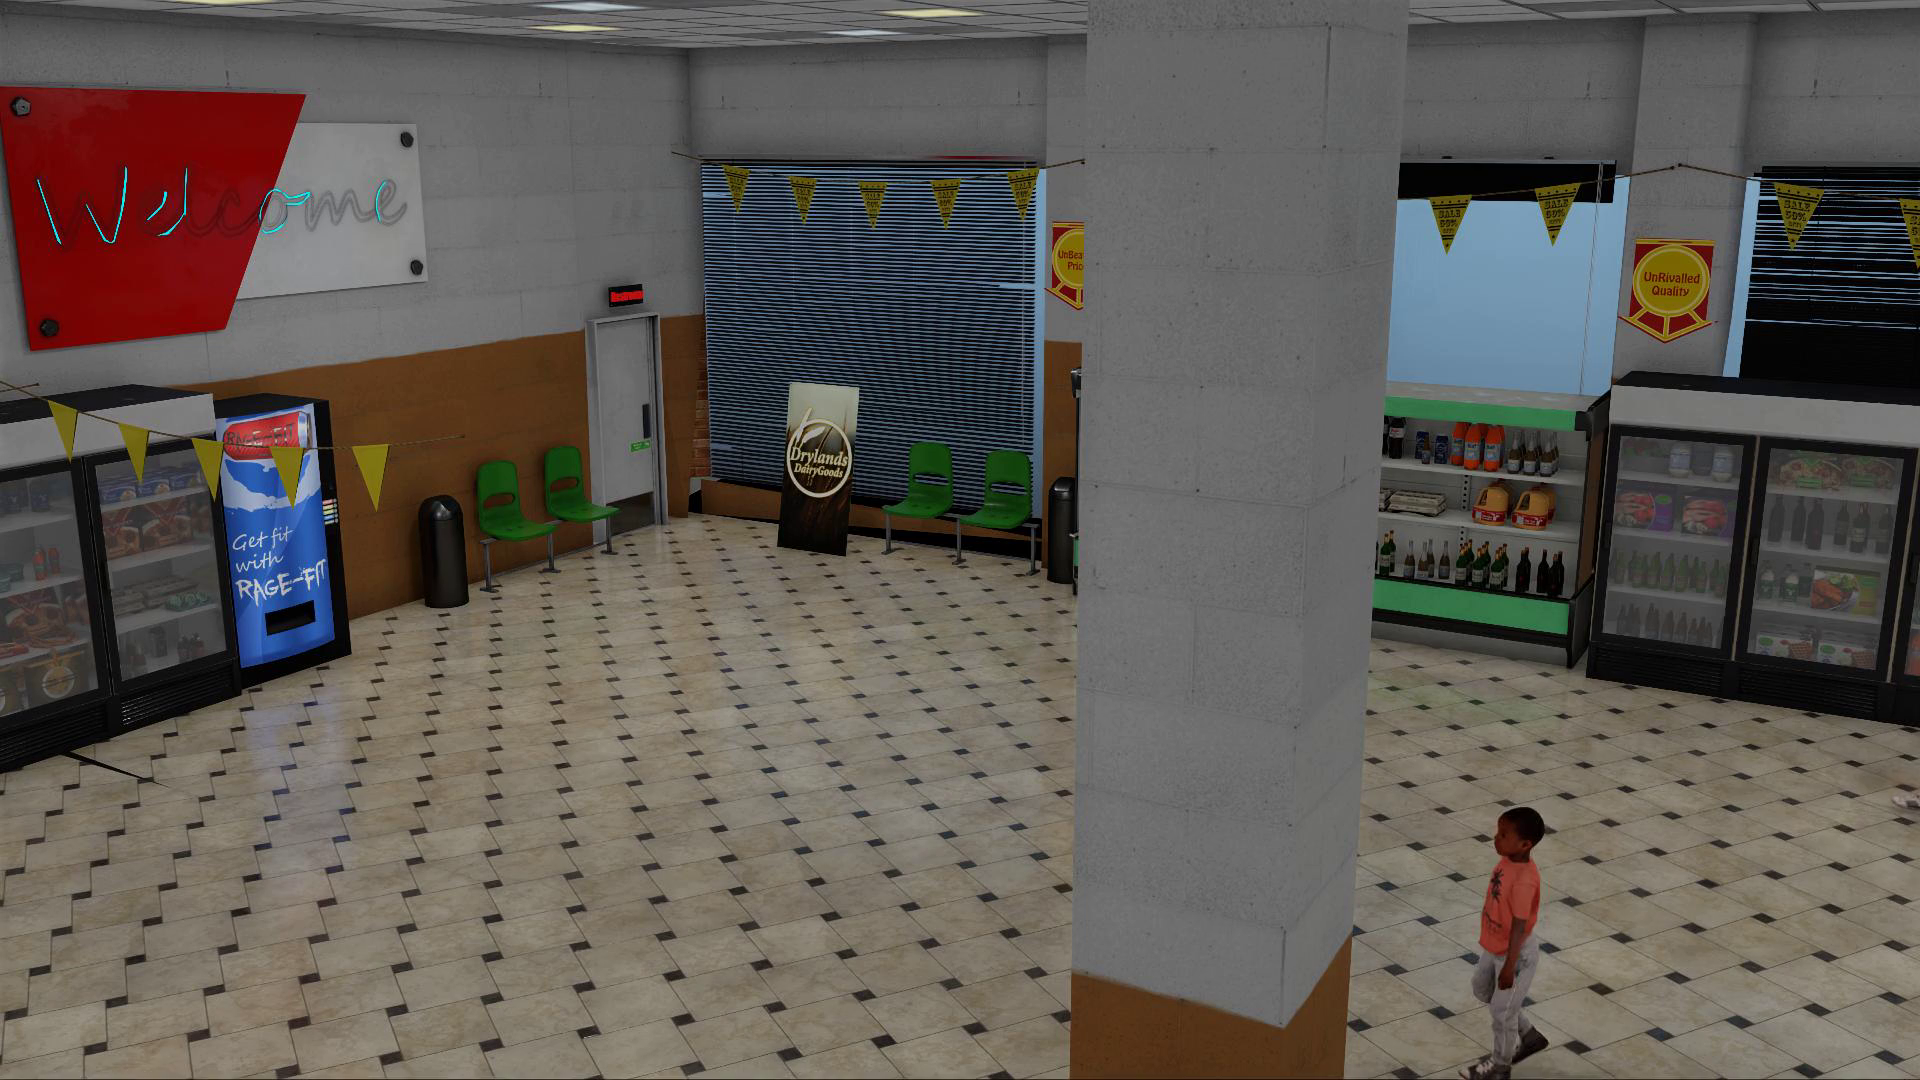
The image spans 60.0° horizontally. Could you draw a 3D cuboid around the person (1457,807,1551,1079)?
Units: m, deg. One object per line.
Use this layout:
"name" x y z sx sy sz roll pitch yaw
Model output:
"person" 2.464 1.780 7.293 0.720 1.303 0.633 1 14 5
